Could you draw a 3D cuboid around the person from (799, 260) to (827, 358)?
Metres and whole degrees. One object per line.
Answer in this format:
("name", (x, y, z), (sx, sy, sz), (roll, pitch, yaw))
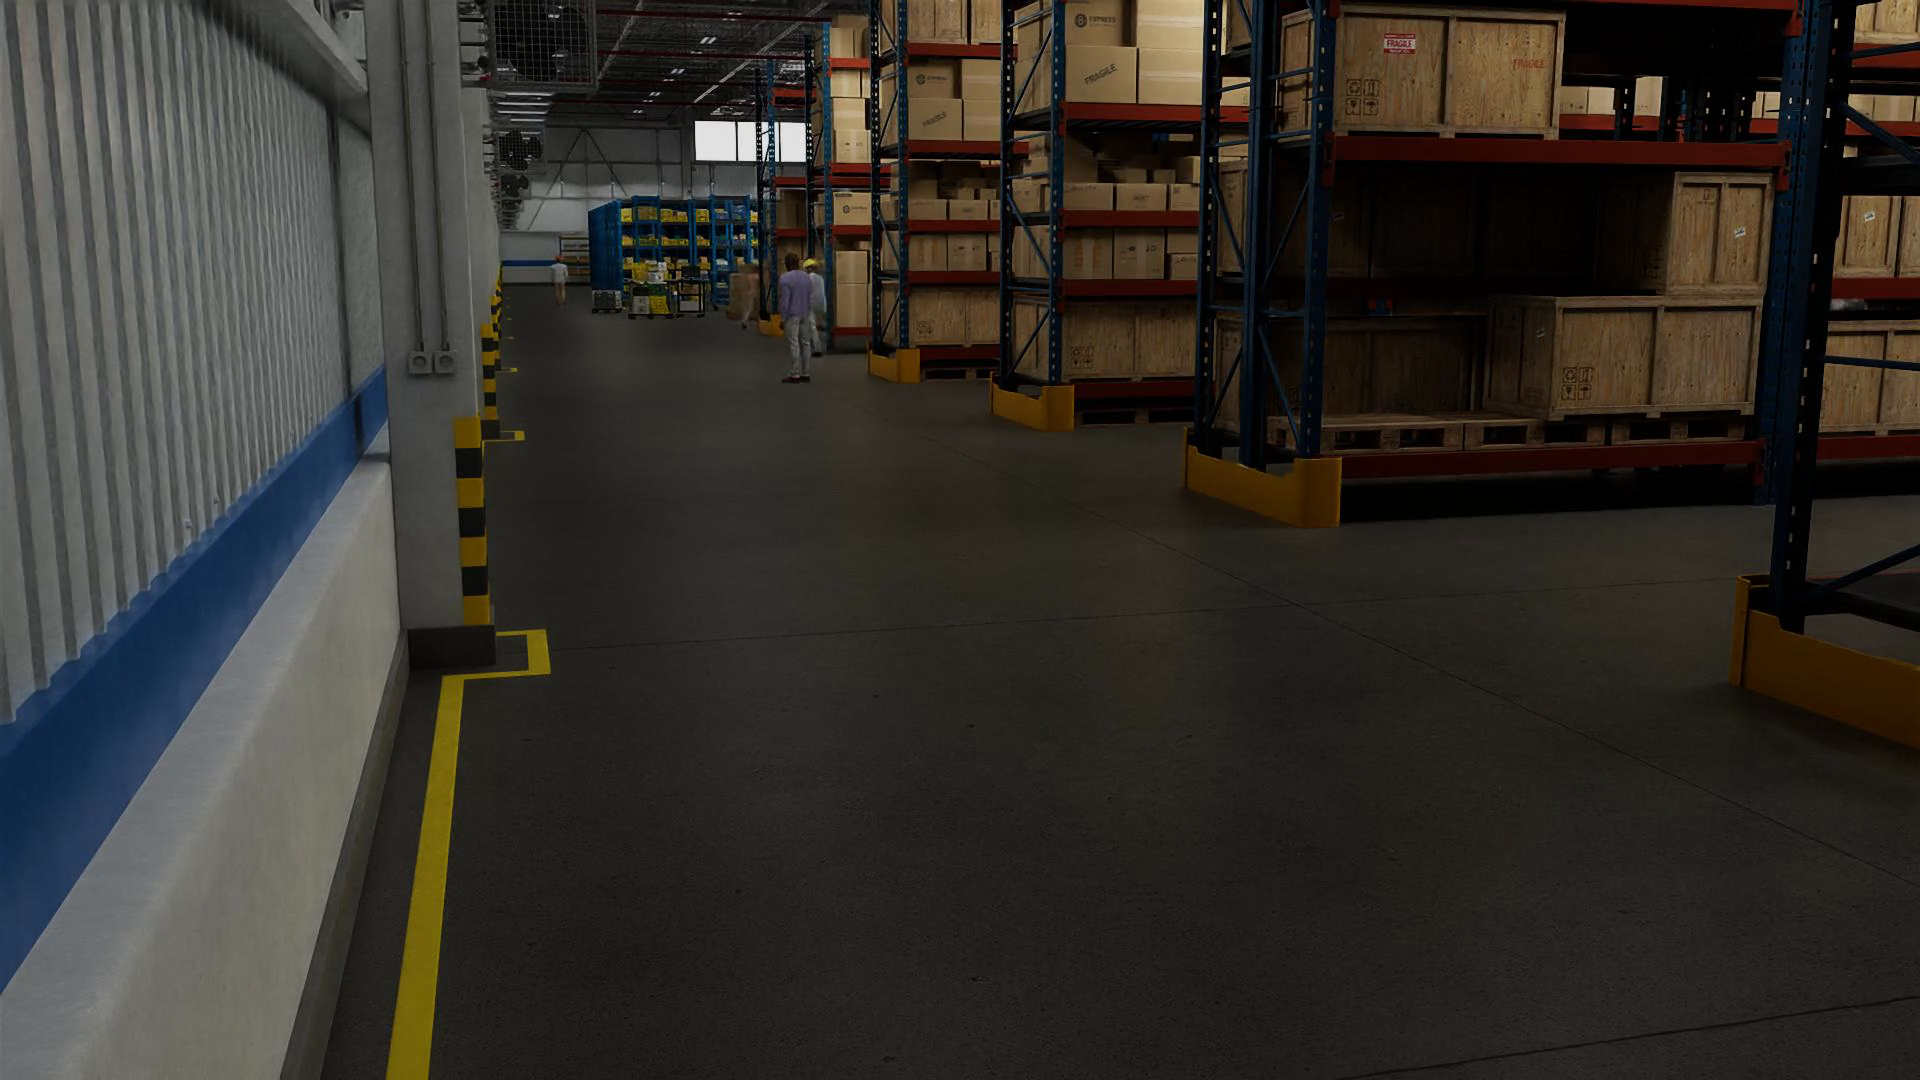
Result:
("person", (-2.797, -4.236, 30.479), (0.855, 1.770, 0.679), (9, 13, 41))

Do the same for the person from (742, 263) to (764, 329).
("person", (-4.998, -5.927, 40.495), (0.507, 1.616, 0.734), (6, 12, 30))

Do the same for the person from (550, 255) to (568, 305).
("person", (-13.815, -8.948, 57.282), (0.582, 1.722, 0.708), (-3, 10, -14))

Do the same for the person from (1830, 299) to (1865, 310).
("person", (9.235, -2.012, 17.567), (0.986, 1.901, 0.563), (-4, 11, -22))

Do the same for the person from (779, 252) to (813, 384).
("person", (-2.444, -3.282, 24.641), (0.377, 1.933, 0.628), (8, 13, 37))
